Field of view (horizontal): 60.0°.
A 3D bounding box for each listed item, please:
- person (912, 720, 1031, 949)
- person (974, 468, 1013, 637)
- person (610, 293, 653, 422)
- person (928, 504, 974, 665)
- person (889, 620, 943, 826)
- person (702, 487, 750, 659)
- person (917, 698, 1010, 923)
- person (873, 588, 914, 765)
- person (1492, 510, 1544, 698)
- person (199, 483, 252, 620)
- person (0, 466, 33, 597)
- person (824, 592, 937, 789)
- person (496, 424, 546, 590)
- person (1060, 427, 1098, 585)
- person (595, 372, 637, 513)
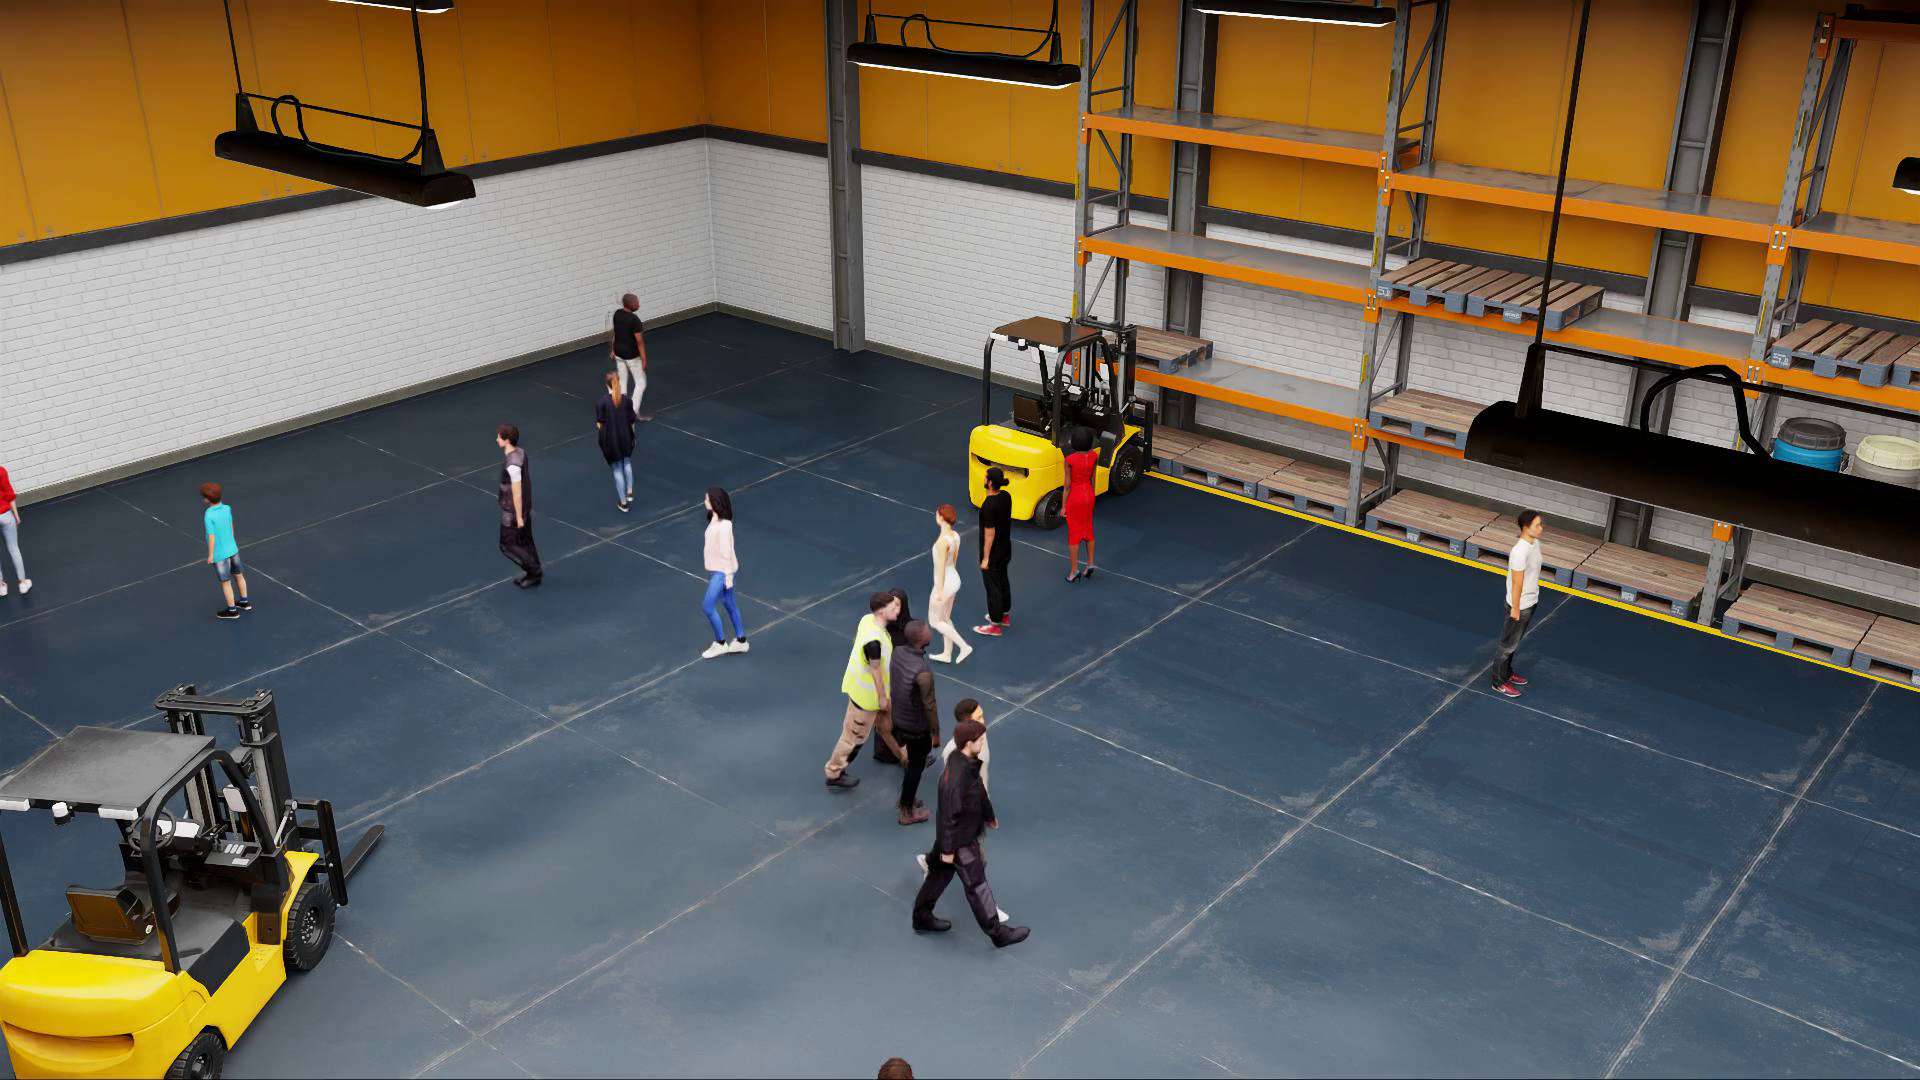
[{"bbox_3d":[-0.103,2.110,11.926,1.242,1.790,1.111,2,24,5],"label":"person"},{"bbox_3d":[0.357,0.103,16.558,0.640,1.758,0.675,11,26,24],"label":"person"},{"bbox_3d":[-4.502,-2.478,22.436,0.523,1.779,0.921,10,26,22],"label":"person"},{"bbox_3d":[-0.054,0.458,15.907,0.789,1.628,0.709,7,24,15],"label":"person"},{"bbox_3d":[-0.450,1.478,13.330,0.890,1.824,0.749,-12,26,-25],"label":"person"},{"bbox_3d":[-2.205,0.312,16.086,0.897,1.751,0.827,-6,24,-12],"label":"person"},{"bbox_3d":[-0.004,1.957,12.276,1.105,1.789,0.821,11,26,24],"label":"person"},{"bbox_3d":[-0.541,1.155,14.330,0.672,1.615,0.760,4,24,10],"label":"person"},{"bbox_3d":[5.196,0.559,15.457,0.577,1.804,0.673,14,27,29],"label":"person"},{"bbox_3d":[-7.510,0.090,16.972,0.600,1.449,0.590,6,24,14],"label":"person"},{"bbox_3d":[-10.097,-0.234,17.396,0.687,1.704,0.668,-9,25,-20],"label":"person"},{"bbox_3d":[-0.820,1.273,13.844,1.292,1.787,1.213,-4,24,-8],"label":"person"},{"bbox_3d":[-4.551,-0.341,17.478,0.861,1.834,0.803,-1,24,-3],"label":"person"},{"bbox_3d":[1.273,-0.376,17.673,0.636,1.743,0.612,-14,27,-29],"label":"person"},{"bbox_3d":[-3.981,-1.126,19.485,0.744,1.665,0.824,-13,27,-28],"label":"person"}]
